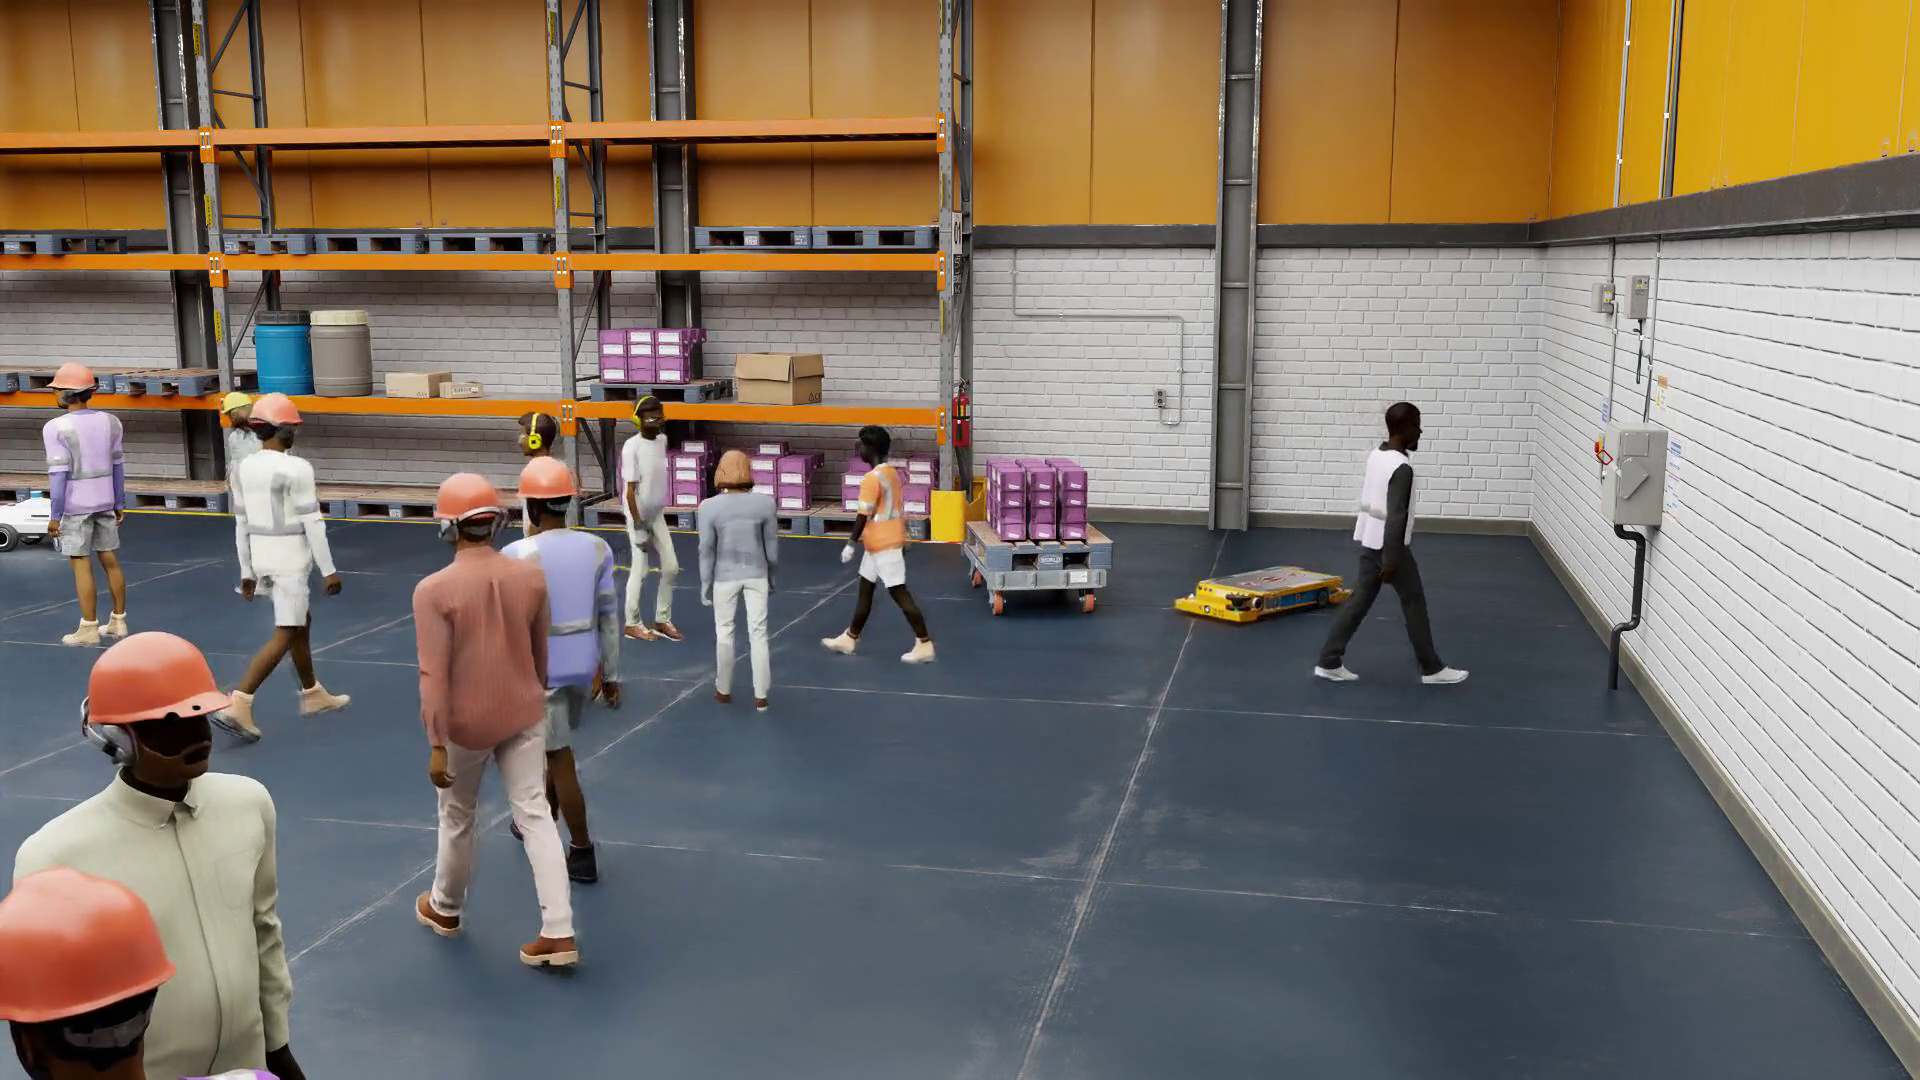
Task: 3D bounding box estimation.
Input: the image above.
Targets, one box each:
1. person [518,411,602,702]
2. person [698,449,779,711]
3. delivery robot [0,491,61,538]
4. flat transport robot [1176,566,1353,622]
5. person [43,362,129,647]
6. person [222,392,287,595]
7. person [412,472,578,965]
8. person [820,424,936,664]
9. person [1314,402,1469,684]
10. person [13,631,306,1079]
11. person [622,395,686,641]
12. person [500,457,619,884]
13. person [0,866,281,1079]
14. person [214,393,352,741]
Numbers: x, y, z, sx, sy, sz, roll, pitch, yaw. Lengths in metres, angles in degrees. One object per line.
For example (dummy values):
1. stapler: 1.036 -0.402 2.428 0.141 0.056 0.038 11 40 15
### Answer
1. person: -2.529 0.124 10.324 0.716 1.852 0.544 2 10 10
2. person: -1.373 0.244 10.328 0.503 1.634 0.406 -3 10 -15
3. delivery robot: -8.847 -0.227 15.966 0.707 0.478 0.477 1 10 3
4. flat transport robot: 2.445 0.415 13.276 1.431 0.197 0.652 -8 13 -40
5. person: -6.298 -0.251 11.970 0.359 2.047 0.614 4 10 21
6. person: -5.822 -0.381 13.807 0.553 1.685 0.735 5 11 27
7. person: -1.858 0.707 6.603 1.010 1.947 0.643 9 13 43
8. person: -0.543 0.031 11.485 0.868 1.648 0.537 2 10 9
9. person: 2.815 0.041 10.863 0.992 1.847 0.598 -1 10 -7
10. person: -1.712 1.180 3.649 0.375 1.997 0.611 5 11 27
11. person: -2.266 -0.144 11.997 0.587 1.818 0.553 5 11 29
12. person: -1.915 0.571 7.549 0.868 1.903 0.550 8 12 40
13. person: -1.218 1.413 2.452 0.361 1.935 0.544 6 11 33
14. person: -4.033 0.144 9.759 0.612 2.013 0.982 6 11 32
